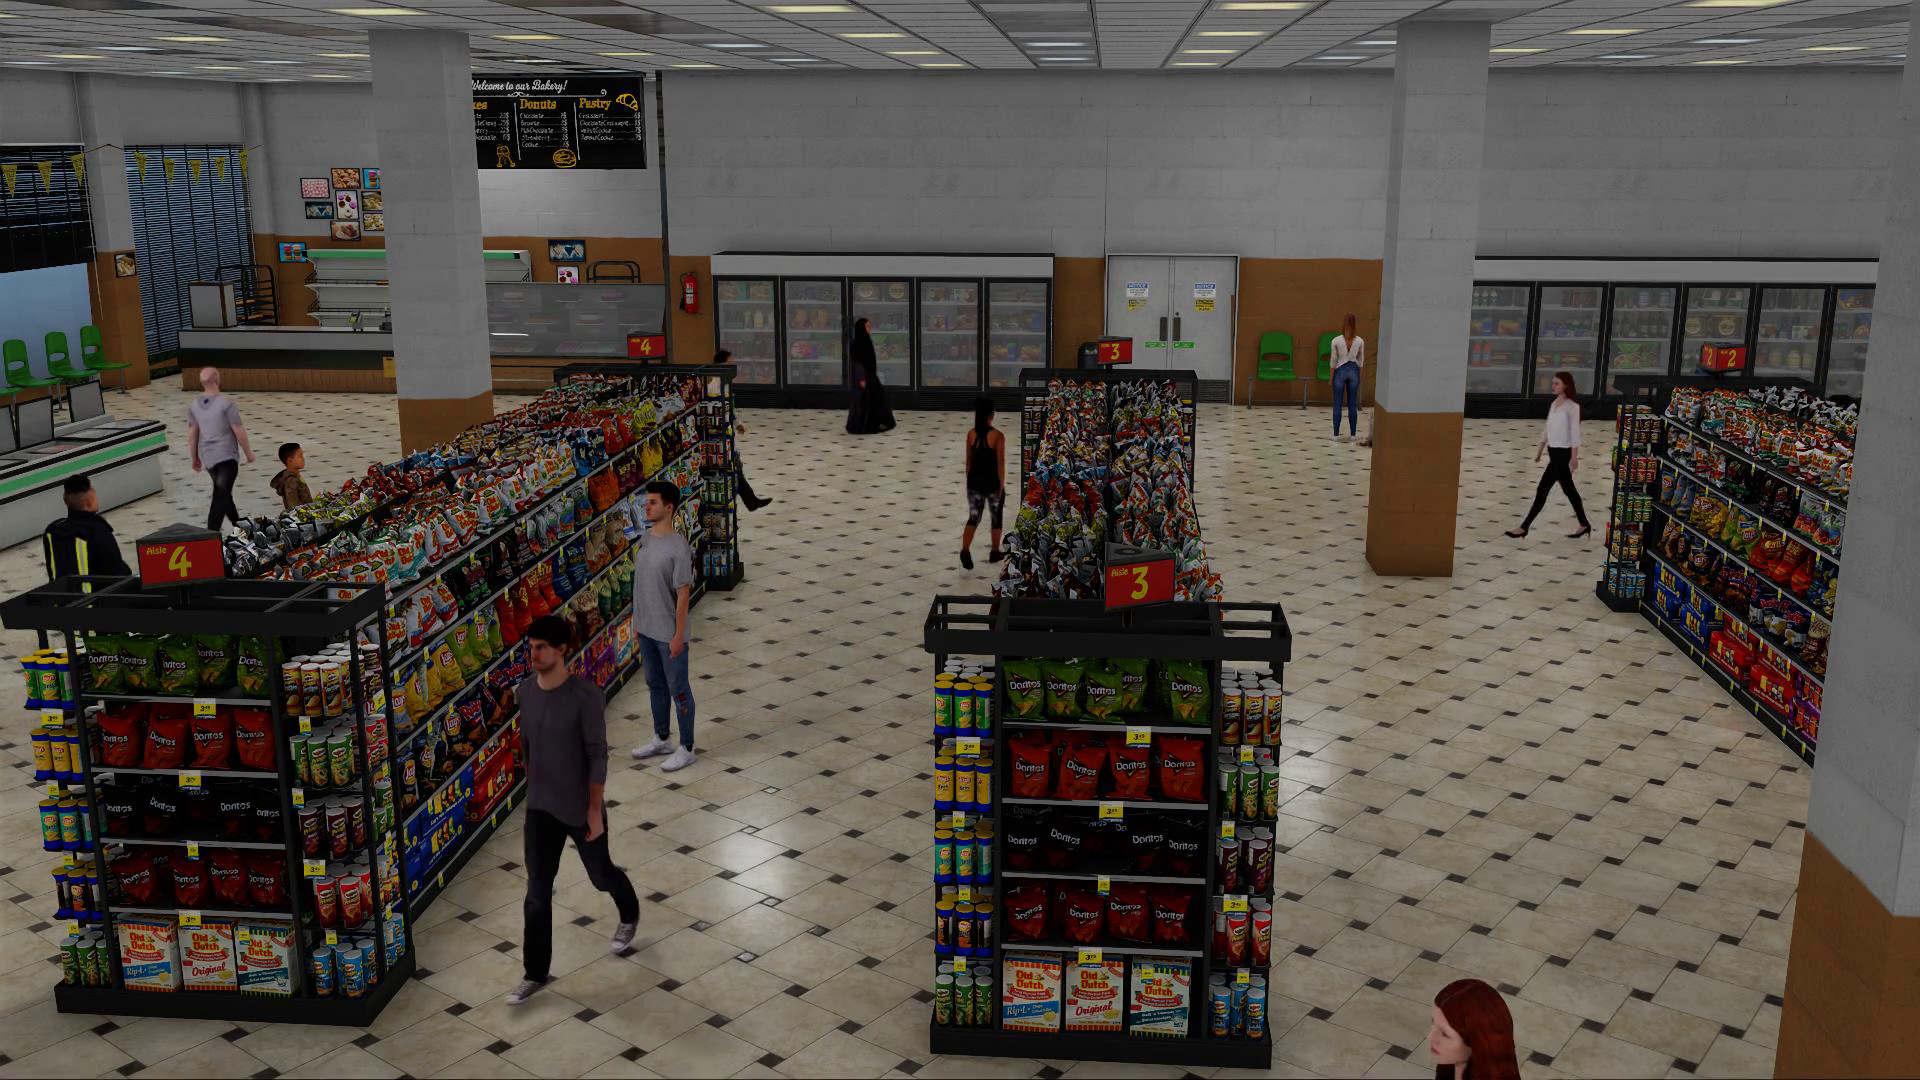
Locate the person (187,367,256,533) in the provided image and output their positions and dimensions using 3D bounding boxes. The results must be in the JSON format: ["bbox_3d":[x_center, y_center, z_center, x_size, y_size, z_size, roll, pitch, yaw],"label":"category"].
[{"bbox_3d":[-7.325,-0.749,16.360,0.792,1.778,1.261,3,14,13],"label":"person"}]

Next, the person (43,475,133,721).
[{"bbox_3d":[-5.862,0.497,11.122,0.993,1.826,1.246,6,15,22],"label":"person"}]

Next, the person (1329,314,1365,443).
[{"bbox_3d":[5.210,-2.190,22.424,0.624,1.720,0.547,0,14,0],"label":"person"}]

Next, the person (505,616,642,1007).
[{"bbox_3d":[-1.834,1.248,8.036,0.882,1.821,1.226,5,14,18],"label":"person"}]

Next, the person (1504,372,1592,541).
[{"bbox_3d":[6.092,-0.786,16.679,0.859,1.700,1.154,-2,14,-7],"label":"person"}]

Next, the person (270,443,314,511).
[{"bbox_3d":[-5.766,-0.127,14.480,0.729,1.455,0.638,-5,15,-21],"label":"person"}]

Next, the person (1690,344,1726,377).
[{"bbox_3d":[8.478,-1.336,18.876,0.673,1.733,1.190,0,14,1],"label":"person"}]

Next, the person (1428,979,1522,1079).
[{"bbox_3d":[1.502,2.075,4.727,0.661,1.774,0.672,1,14,4],"label":"person"}]

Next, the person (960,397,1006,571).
[{"bbox_3d":[0.193,-0.511,15.682,0.858,1.635,1.129,7,15,26],"label":"person"}]

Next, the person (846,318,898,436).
[{"bbox_3d":[-1.390,-2.254,22.928,0.942,1.607,1.013,8,16,29],"label":"person"}]

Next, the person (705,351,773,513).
[{"bbox_3d":[-2.695,-1.130,17.976,0.888,1.757,1.161,-2,14,-7],"label":"person"}]

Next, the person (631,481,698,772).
[{"bbox_3d":[-1.918,0.542,10.802,0.754,1.890,0.787,13,19,43],"label":"person"}]
